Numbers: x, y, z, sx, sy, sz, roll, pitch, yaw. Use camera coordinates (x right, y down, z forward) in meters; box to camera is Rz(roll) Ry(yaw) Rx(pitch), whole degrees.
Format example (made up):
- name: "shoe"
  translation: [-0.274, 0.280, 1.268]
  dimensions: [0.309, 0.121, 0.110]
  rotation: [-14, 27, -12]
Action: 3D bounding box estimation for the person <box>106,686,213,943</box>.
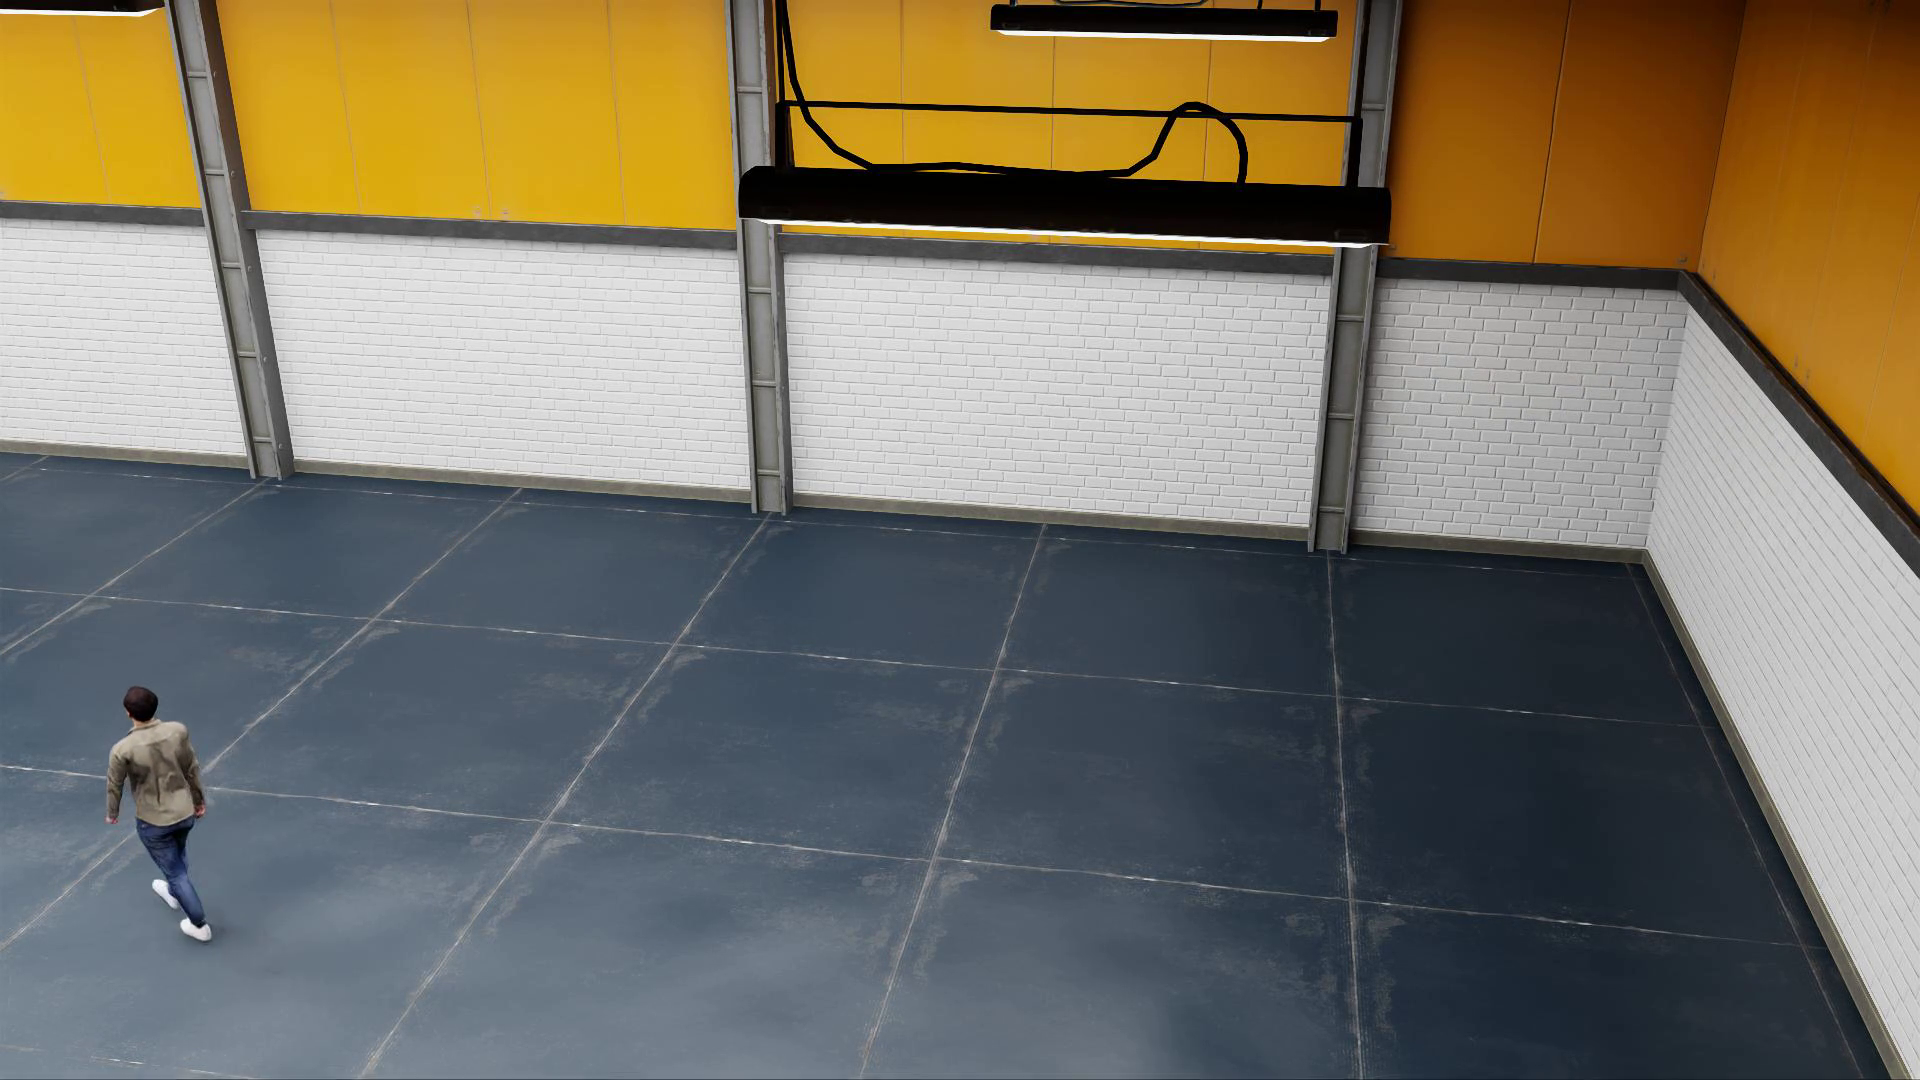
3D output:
- name: "person"
  translation: [-5.225, 1.864, 11.012]
  dimensions: [1.143, 1.833, 0.969]
  rotation: [15, 28, 31]
